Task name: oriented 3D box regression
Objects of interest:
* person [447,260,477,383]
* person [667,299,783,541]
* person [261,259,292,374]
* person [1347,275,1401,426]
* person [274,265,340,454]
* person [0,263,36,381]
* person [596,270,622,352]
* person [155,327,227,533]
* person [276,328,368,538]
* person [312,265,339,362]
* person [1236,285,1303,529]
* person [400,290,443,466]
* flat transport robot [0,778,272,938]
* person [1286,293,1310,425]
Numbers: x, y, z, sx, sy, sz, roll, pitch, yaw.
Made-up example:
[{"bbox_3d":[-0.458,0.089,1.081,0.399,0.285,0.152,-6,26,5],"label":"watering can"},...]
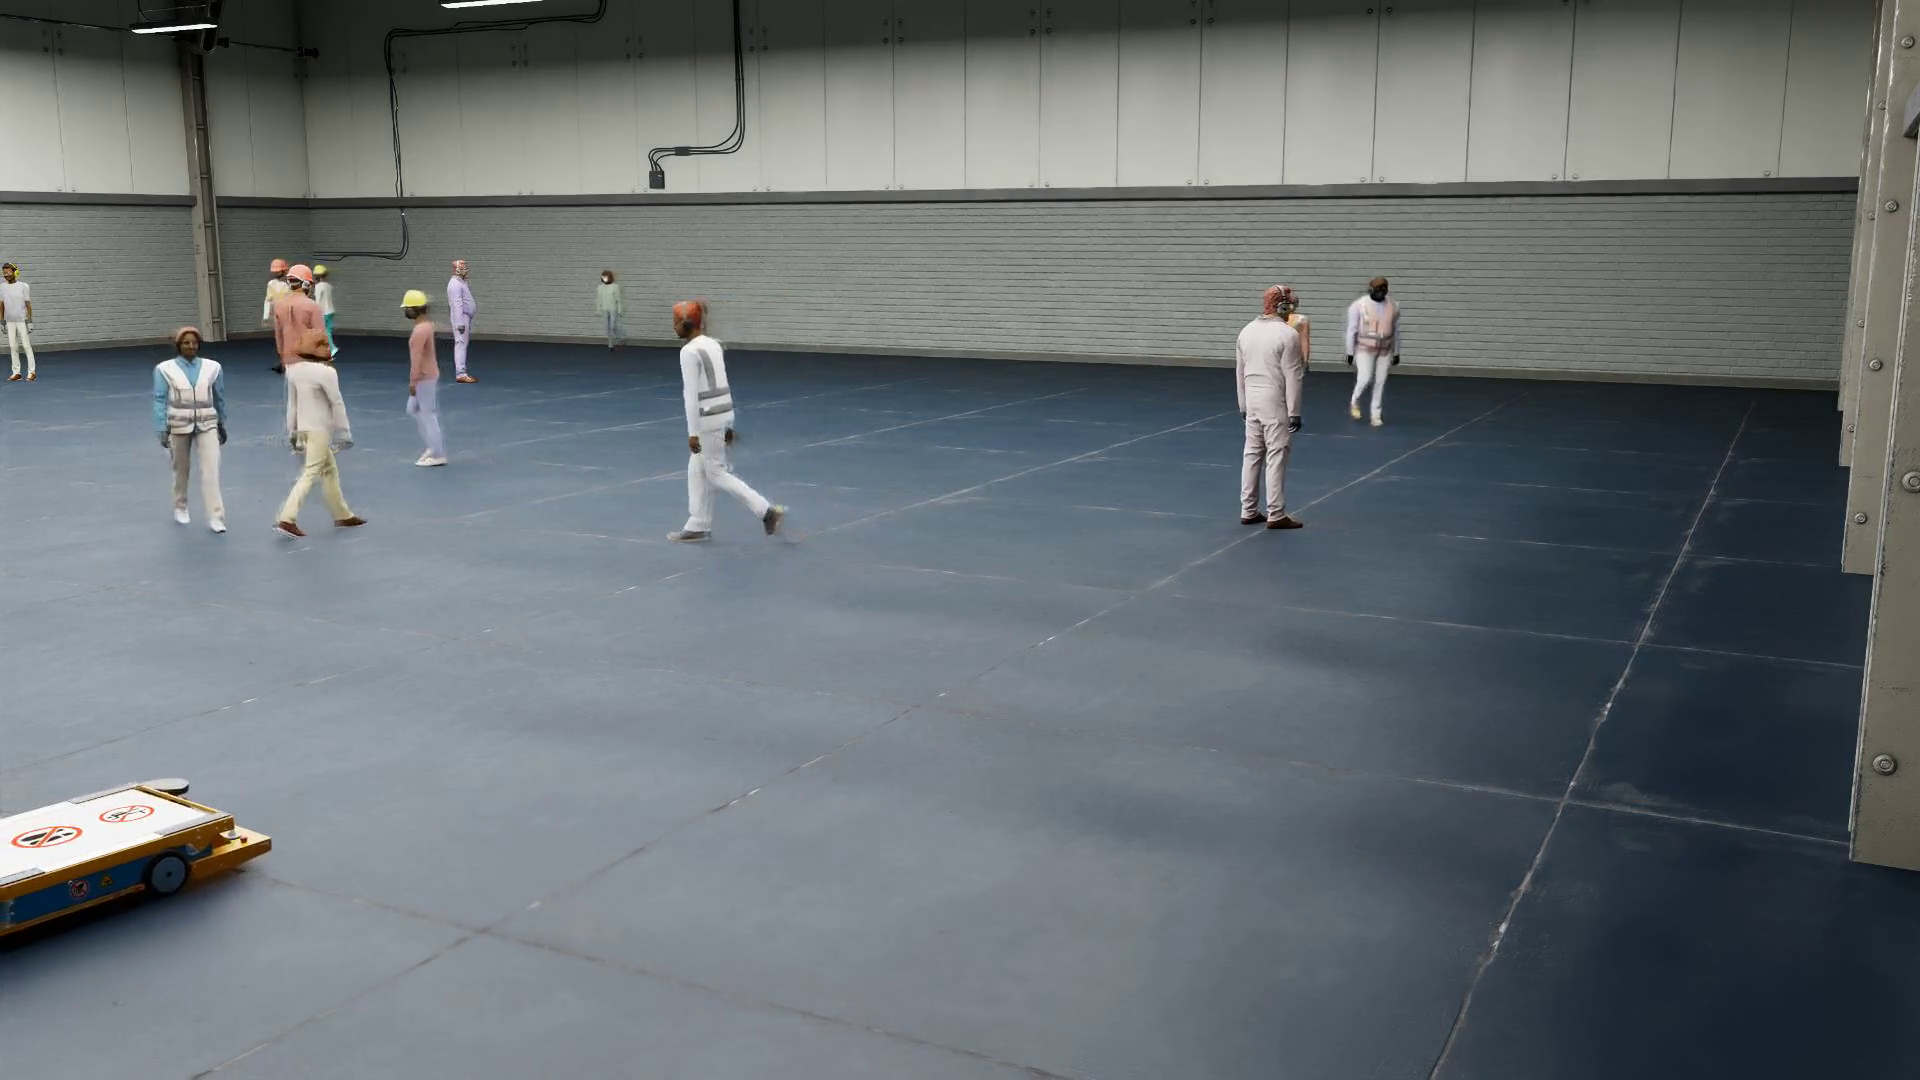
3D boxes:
[{"bbox_3d":[-7.784,-3.418,26.050,0.409,1.907,0.651,-2,11,-13],"label":"person"},{"bbox_3d":[-1.763,-0.863,12.342,0.859,1.843,0.589,2,11,10],"label":"person"},{"bbox_3d":[-11.289,-3.691,27.578,0.547,1.883,0.964,4,11,19],"label":"person"},{"bbox_3d":[5.000,-2.289,20.135,0.639,1.822,0.509,-2,10,-8],"label":"person"},{"bbox_3d":[-6.866,-1.881,17.441,0.608,1.990,0.385,3,11,17],"label":"person"},{"bbox_3d":[-14.947,-3.447,26.343,0.509,1.863,0.311,0,10,-3],"label":"person"},{"bbox_3d":[-6.898,-4.491,32.678,0.502,1.621,0.468,4,11,21],"label":"person"},{"bbox_3d":[-6.040,-0.881,13.071,0.530,1.592,0.885,-7,13,-34],"label":"person"},{"bbox_3d":[-4.976,-0.830,12.806,0.506,1.593,0.858,7,13,35],"label":"person"},{"bbox_3d":[-11.507,-4.090,30.104,0.396,1.750,0.552,1,10,6],"label":"person"},{"bbox_3d":[2.467,-1.043,13.100,0.400,1.907,0.645,-6,12,-32],"label":"person"},{"bbox_3d":[-5.361,-1.597,16.515,0.408,1.749,0.554,-2,11,-9],"label":"person"},{"bbox_3d":[-3.197,1.133,5.697,0.652,0.197,1.431,7,12,34],"label":"flat transport robot"},{"bbox_3d":[3.930,-2.133,19.842,0.535,1.609,0.723,4,11,22],"label":"person"}]
